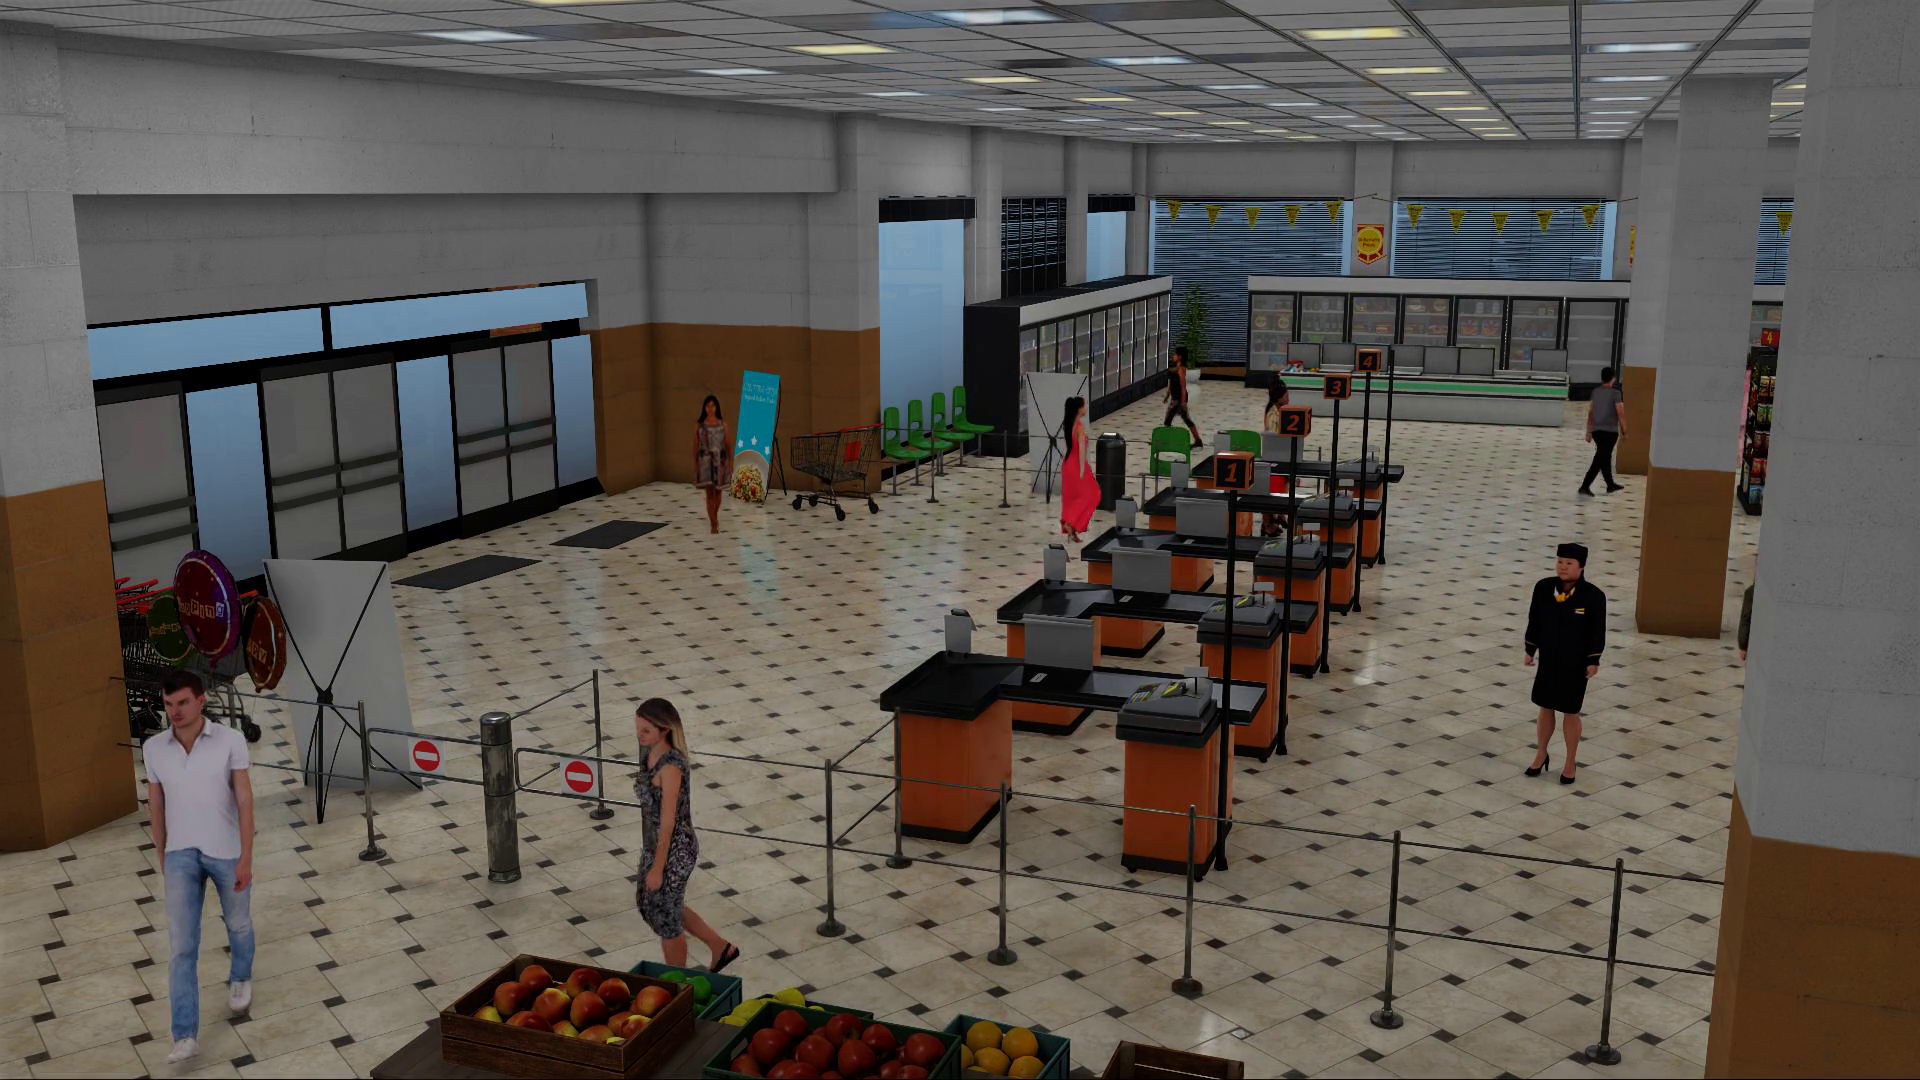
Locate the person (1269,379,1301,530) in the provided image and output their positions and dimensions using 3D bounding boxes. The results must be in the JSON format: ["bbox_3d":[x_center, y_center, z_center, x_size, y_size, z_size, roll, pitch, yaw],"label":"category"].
[{"bbox_3d":[3.772,-0.986,19.841,0.852,1.808,0.793,-3,12,-16],"label":"person"}]

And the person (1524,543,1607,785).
[{"bbox_3d":[4.174,0.841,11.498,0.709,1.671,0.845,11,16,41],"label":"person"}]

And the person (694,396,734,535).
[{"bbox_3d":[-2.963,-0.905,19.955,1.130,1.603,1.064,-3,12,-12],"label":"person"}]

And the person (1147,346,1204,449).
[{"bbox_3d":[3.505,-2.185,26.002,1.192,1.616,0.863,0,12,-2],"label":"person"}]

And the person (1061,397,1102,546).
[{"bbox_3d":[1.263,-0.780,19.085,0.850,1.717,0.792,-7,14,-30],"label":"person"}]

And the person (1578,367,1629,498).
[{"bbox_3d":[8.474,-1.392,21.997,1.184,1.714,1.118,-6,13,-25],"label":"person"}]

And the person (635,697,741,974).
[{"bbox_3d":[-1.321,1.554,8.106,0.893,1.672,0.824,-3,12,-12],"label":"person"}]

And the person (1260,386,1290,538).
[{"bbox_3d":[3.711,-0.936,19.632,0.537,1.795,0.591,5,13,24],"label":"person"}]

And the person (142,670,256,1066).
[{"bbox_3d":[-3.597,1.508,8.030,1.211,1.794,1.146,-3,12,-14],"label":"person"}]
